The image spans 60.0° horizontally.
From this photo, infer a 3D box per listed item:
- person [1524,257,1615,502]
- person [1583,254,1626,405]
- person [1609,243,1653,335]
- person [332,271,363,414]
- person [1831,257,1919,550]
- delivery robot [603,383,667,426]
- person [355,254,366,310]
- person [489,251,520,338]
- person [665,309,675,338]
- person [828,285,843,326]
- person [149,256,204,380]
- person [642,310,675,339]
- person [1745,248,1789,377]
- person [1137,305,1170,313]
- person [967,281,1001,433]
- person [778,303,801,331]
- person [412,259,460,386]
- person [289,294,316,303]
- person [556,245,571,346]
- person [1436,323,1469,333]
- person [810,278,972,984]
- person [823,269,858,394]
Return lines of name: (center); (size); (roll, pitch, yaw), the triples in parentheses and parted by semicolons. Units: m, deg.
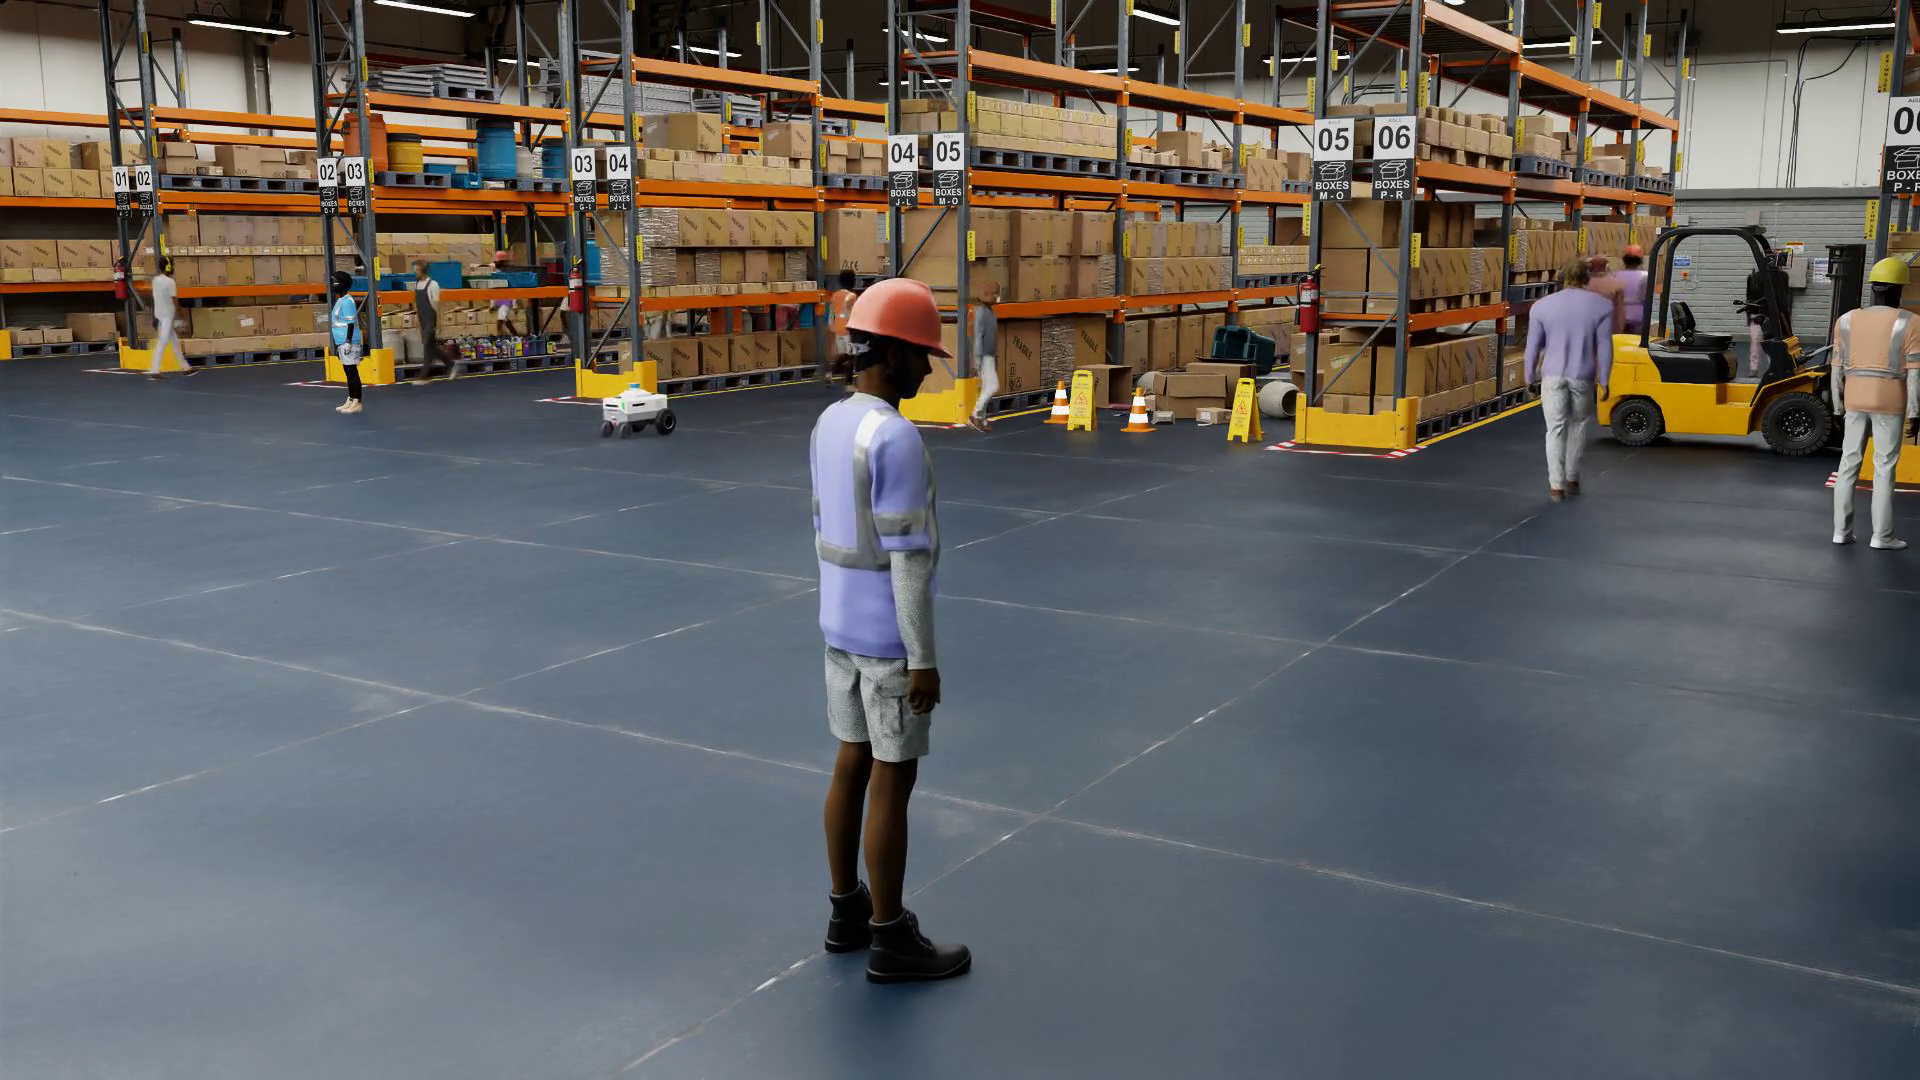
person: (4.838, -1.291, 13.287); (0.655, 1.906, 0.900); (3, 10, 15)
person: (7.855, -2.578, 20.530); (0.672, 1.892, 0.454); (6, 12, 31)
person: (9.062, -3.006, 22.590); (0.611, 2.024, 0.757); (6, 12, 30)
person: (-7.321, -2.354, 19.841); (0.317, 1.696, 0.537); (-6, 12, -29)
person: (6.067, -0.894, 11.017); (0.363, 1.928, 0.587); (-8, 13, -36)
delivery robot: (-3.418, -1.412, 17.496); (0.477, 0.478, 0.707); (6, 12, 32)
person: (-11.701, -4.760, 32.818); (0.614, 1.867, 0.985); (6, 12, 32)
person: (-8.281, -4.309, 30.258); (0.559, 1.895, 0.977); (8, 13, 38)
person: (-5.790, -4.577, 32.447); (0.514, 1.640, 0.315); (2, 10, 11)
person: (-2.144, -3.998, 29.037); (0.493, 1.704, 0.840); (4, 11, 23)
person: (-11.792, -3.319, 24.896); (0.558, 1.818, 0.958); (7, 13, 36)
person: (-4.578, -3.229, 24.457); (0.622, 1.788, 0.919); (4, 11, 21)
person: (12.293, -3.474, 25.338); (0.608, 1.973, 0.812); (7, 13, 36)
person: (3.424, -4.162, 29.251); (0.606, 1.953, 0.584); (6, 12, 30)
person: (0.301, -1.929, 17.659); (0.360, 1.617, 0.528); (3, 11, 18)
person: (-3.152, -4.278, 30.485); (0.530, 1.737, 0.757); (5, 11, 25)
person: (-7.586, -3.139, 23.940); (0.538, 1.815, 0.804); (8, 13, 38)
person: (-12.093, -4.331, 30.528); (0.596, 1.832, 0.404); (5, 11, 28)
person: (-7.616, -4.772, 32.481); (0.635, 2.016, 0.744); (6, 12, 30)
person: (9.531, -4.637, 32.361); (0.972, 1.786, 0.646); (5, 11, 25)
person: (-0.197, 0.252, 4.599); (0.373, 1.928, 0.543); (-6, 12, -28)
person: (-1.548, -2.796, 22.365); (0.411, 1.687, 0.534); (-8, 13, -36)
